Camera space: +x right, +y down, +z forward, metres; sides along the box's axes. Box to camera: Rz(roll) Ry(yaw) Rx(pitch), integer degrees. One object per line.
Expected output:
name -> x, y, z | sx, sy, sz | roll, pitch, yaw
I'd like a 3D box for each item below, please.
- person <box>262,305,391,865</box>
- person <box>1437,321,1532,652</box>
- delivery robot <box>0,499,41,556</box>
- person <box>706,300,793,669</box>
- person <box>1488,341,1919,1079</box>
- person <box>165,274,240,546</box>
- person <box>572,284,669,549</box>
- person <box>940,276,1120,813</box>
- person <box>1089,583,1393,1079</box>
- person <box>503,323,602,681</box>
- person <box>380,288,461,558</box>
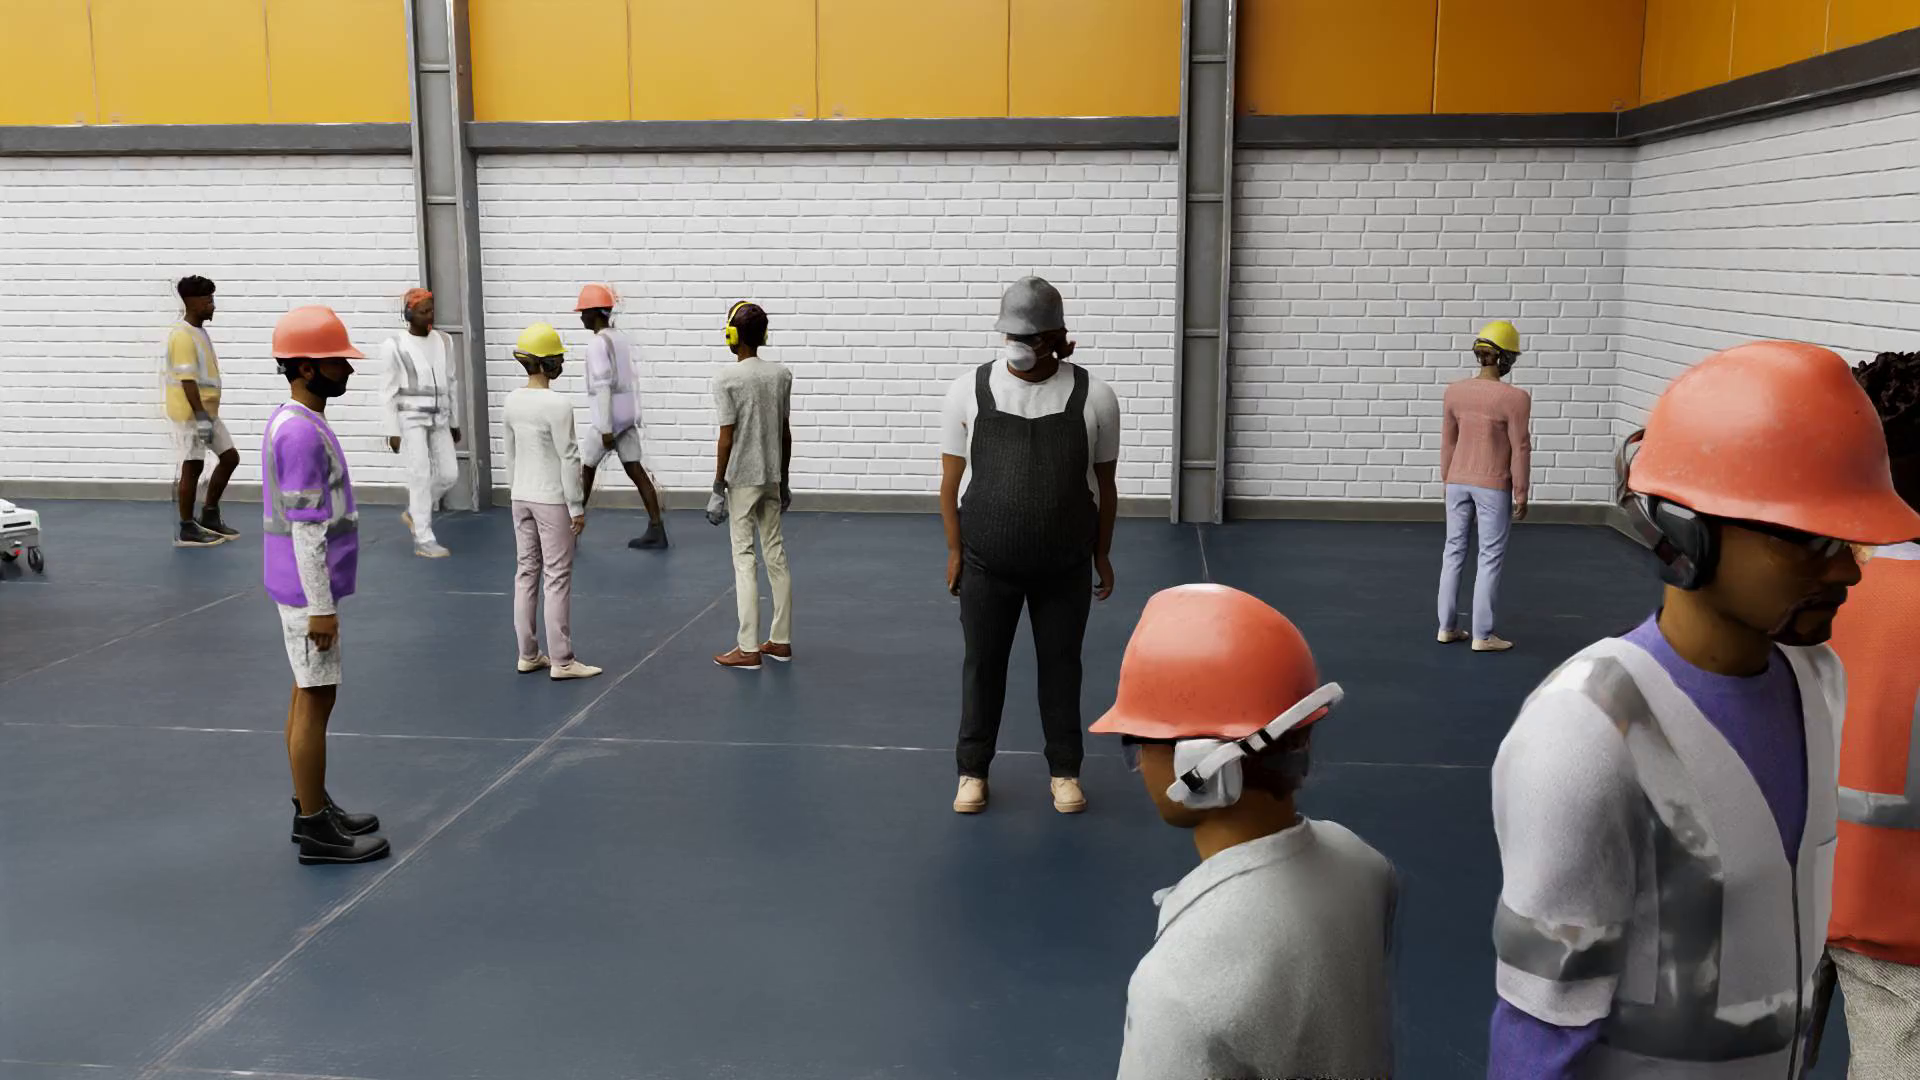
person -> -2.230, 0.155, 5.817 | 0.377, 1.938, 0.547 | -4, 11, -22
person -> 2.789, -0.280, 8.836 | 0.344, 1.756, 0.532 | -8, 13, -38
delivery robot -> -6.415, -0.104, 10.991 | 0.707, 0.478, 0.477 | 6, 12, 32
person -> -1.073, -0.276, 8.478 | 0.328, 1.873, 0.519 | 9, 13, 42
person -> 0.893, 0.771, 2.068 | 0.616, 2.029, 0.431 | -8, 13, -38
person -> -5.412, -0.915, 11.901 | 0.542, 1.945, 0.643 | -2, 10, -10
person -> -2.538, -0.865, 11.817 | 1.015, 1.875, 0.560 | 2, 10, 13
person -> 0.262, 0.028, 6.249 | 0.676, 2.000, 0.536 | 0, 10, 2
person -> 0.322, 0.916, 2.031 | 0.359, 1.753, 0.582 | 6, 12, 30
person -> -2.047, -0.186, 8.253 | 0.525, 1.772, 0.309 | 8, 13, 38
person -> -3.764, -0.814, 11.570 | 0.493, 1.869, 0.602 | 7, 12, 34
